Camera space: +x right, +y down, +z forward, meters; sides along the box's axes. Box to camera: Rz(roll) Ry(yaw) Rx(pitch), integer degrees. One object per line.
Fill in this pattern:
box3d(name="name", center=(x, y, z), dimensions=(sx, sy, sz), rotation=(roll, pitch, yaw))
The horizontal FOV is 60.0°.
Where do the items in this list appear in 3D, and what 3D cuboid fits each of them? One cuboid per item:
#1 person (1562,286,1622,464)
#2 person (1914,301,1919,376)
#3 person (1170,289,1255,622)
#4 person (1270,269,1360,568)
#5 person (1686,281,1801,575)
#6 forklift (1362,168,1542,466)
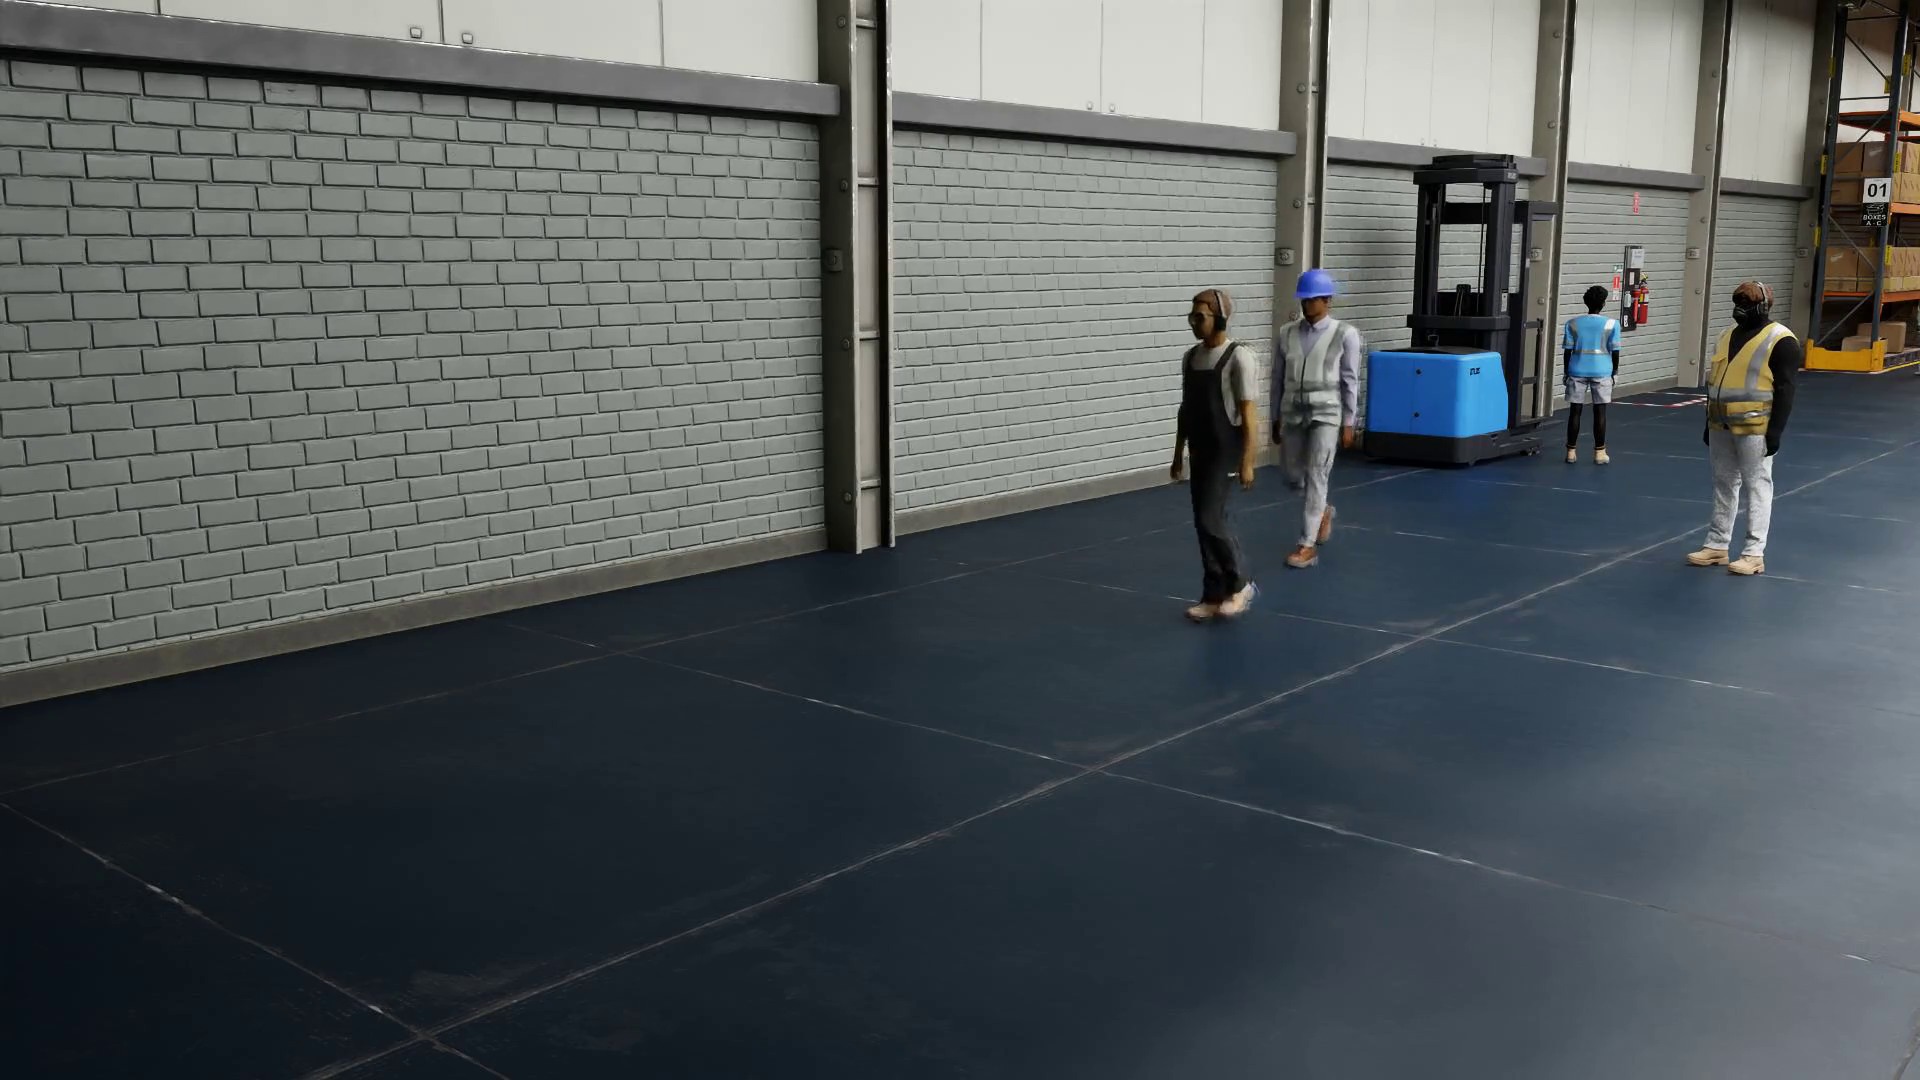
box3d(name="person", center=(6.053, -1.586, 15.968), dimensions=(0.542, 1.695, 0.316), rotation=(6, 12, 30))
box3d(name="person", center=(15.763, -3.478, 26.939), dimensions=(0.507, 1.629, 0.316), rotation=(1, 10, 6))
box3d(name="person", center=(1.372, -0.450, 9.125), dimensions=(0.421, 1.832, 0.523), rotation=(-6, 12, -31))
box3d(name="person", center=(2.337, -0.811, 10.914), dimensions=(0.614, 1.926, 0.698), rotation=(8, 13, 39))
box3d(name="person", center=(4.990, -0.718, 10.613), dimensions=(0.429, 1.845, 0.621), rotation=(-4, 11, -21))
box3d(name="forklift", center=(4.875, -2.212, 16.287), dimensions=(1.129, 2.768, 1.873), rotation=(8, 13, 40))
